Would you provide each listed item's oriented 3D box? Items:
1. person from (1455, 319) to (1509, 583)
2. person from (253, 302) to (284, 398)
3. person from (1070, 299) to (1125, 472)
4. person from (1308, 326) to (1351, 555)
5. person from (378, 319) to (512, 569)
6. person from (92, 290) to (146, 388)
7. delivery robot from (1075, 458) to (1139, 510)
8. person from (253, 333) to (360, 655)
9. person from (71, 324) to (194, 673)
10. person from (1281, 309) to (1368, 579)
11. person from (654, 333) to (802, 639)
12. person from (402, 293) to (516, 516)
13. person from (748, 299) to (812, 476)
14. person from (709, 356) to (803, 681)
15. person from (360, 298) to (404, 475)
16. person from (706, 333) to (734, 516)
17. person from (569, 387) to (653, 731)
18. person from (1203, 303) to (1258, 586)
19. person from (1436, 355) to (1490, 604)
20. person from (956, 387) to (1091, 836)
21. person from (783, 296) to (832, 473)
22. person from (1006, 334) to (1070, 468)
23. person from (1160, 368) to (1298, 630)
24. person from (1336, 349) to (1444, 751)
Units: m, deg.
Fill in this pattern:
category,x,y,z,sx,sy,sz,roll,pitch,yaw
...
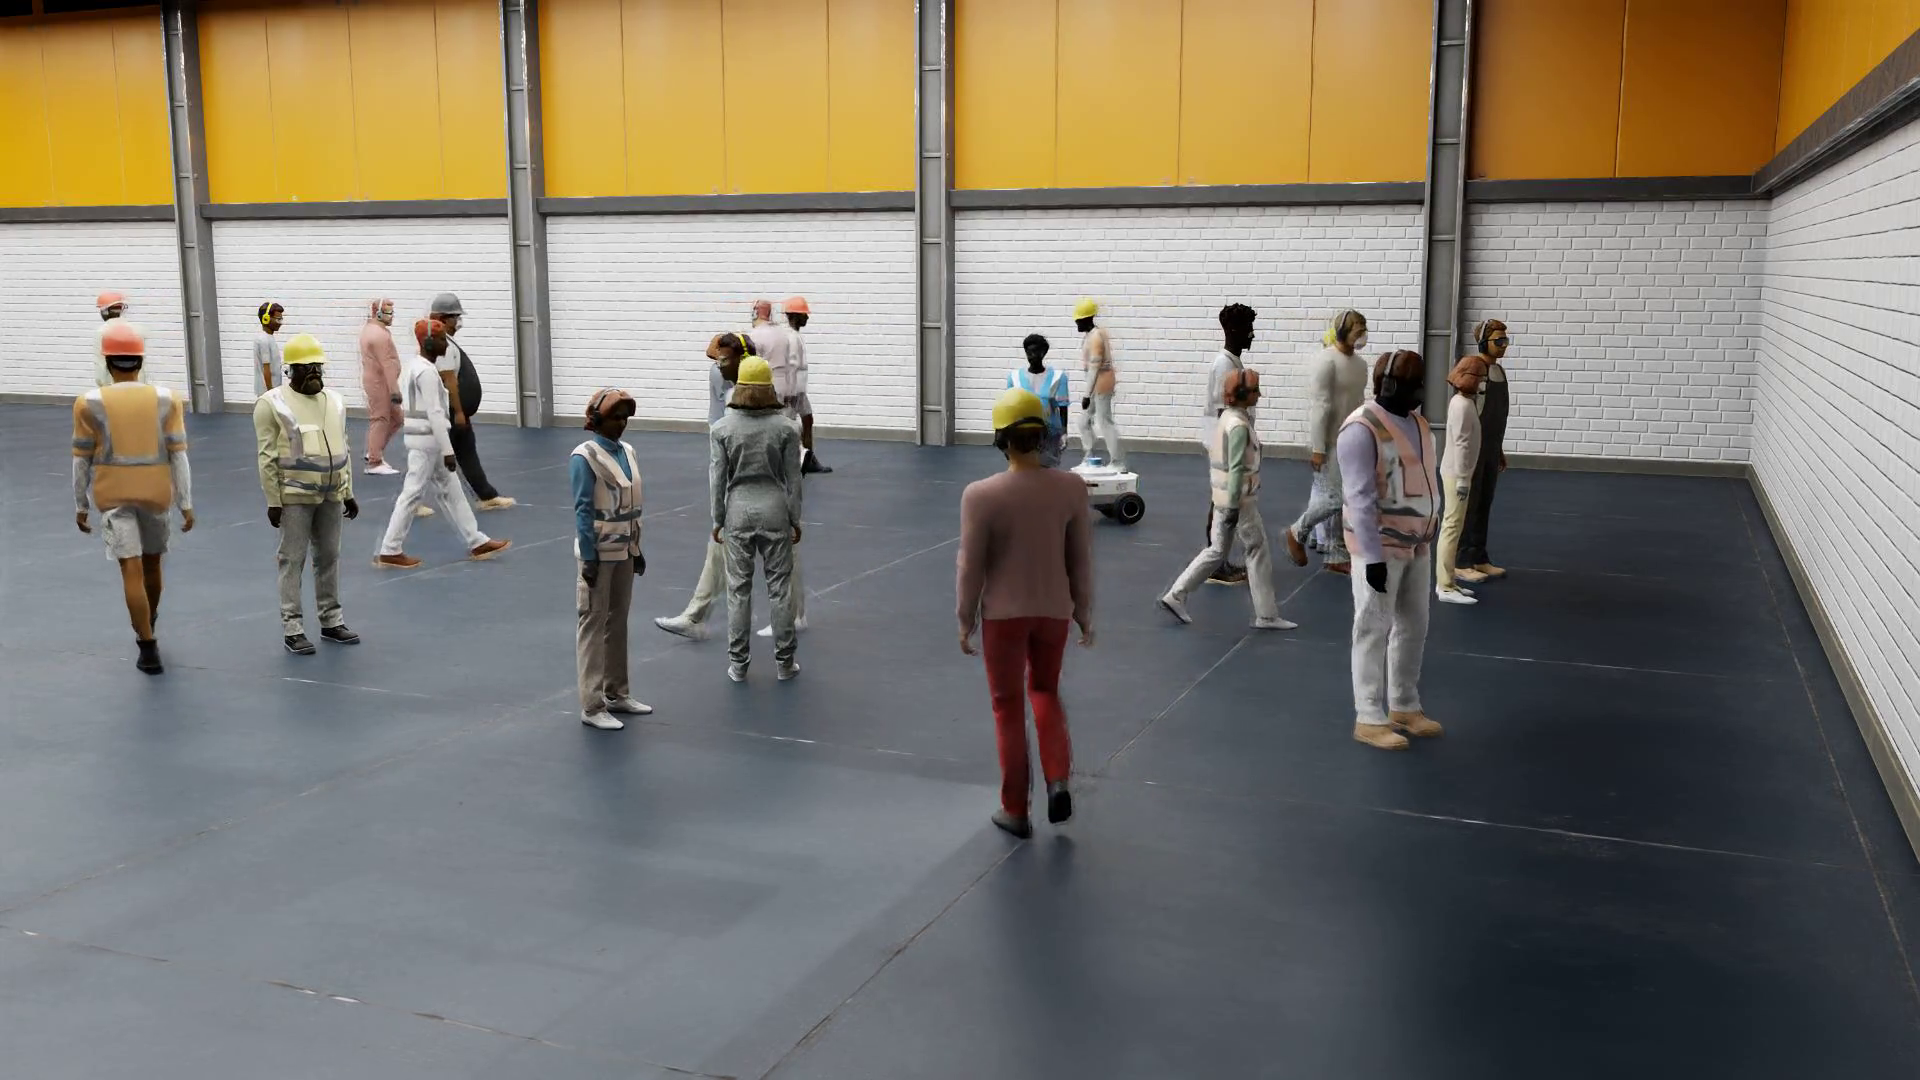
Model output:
category,x,y,z,sx,sy,sz,roll,pitch,yaw
person,3.699,-0.629,11.747,0.505,1.846,0.346,-9,13,-44
person,-6.791,-1.409,16.421,0.331,1.865,0.519,-4,10,-23
person,1.454,-1.615,17.632,0.698,1.865,0.610,-1,9,-5
person,2.884,-0.774,12.858,0.322,1.769,0.523,0,9,2
person,-3.863,-0.705,12.260,0.996,1.827,0.605,-4,10,-21
person,-8.632,-1.584,17.152,0.506,1.979,0.625,4,10,25
delivery robot,1.173,-0.468,14.383,0.707,0.478,0.477,-2,10,-14
person,-3.747,-0.272,9.616,0.403,1.834,0.588,6,11,32
person,-4.637,-0.247,9.288,0.569,1.888,0.957,-7,12,-36
person,2.648,-0.678,11.806,0.528,1.921,0.644,9,13,44
person,-1.333,-0.292,9.777,0.946,1.828,0.516,-7,12,-38
person,-4.564,-1.230,14.793,1.032,2.000,0.699,-2,10,-15
person,-1.875,-1.480,16.763,0.624,1.890,0.658,4,10,25
person,-1.086,-0.111,8.917,0.494,1.741,0.310,-1,9,-6
person,-6.138,-1.621,17.674,0.474,1.881,0.656,-4,10,-25
person,-2.064,-0.988,14.561,0.279,1.633,0.500,-2,10,-14
person,-1.699,0.083,8.055,0.311,1.639,0.512,3,10,17
person,1.886,-0.675,11.657,0.362,1.963,0.614,2,10,10
person,3.326,-0.405,11.024,0.288,1.632,0.501,3,10,15
person,0.242,0.285,6.456,0.551,1.752,0.374,-3,10,-20
person,-1.850,-1.637,17.694,0.880,1.909,0.551,0,9,-1
person,0.632,-0.847,13.638,0.538,1.656,0.848,1,9,4
person,1.642,-0.248,10.156,0.786,1.608,0.514,0,9,-1
person,1.997,0.038,7.721,0.639,1.842,0.429,-8,13,-42
